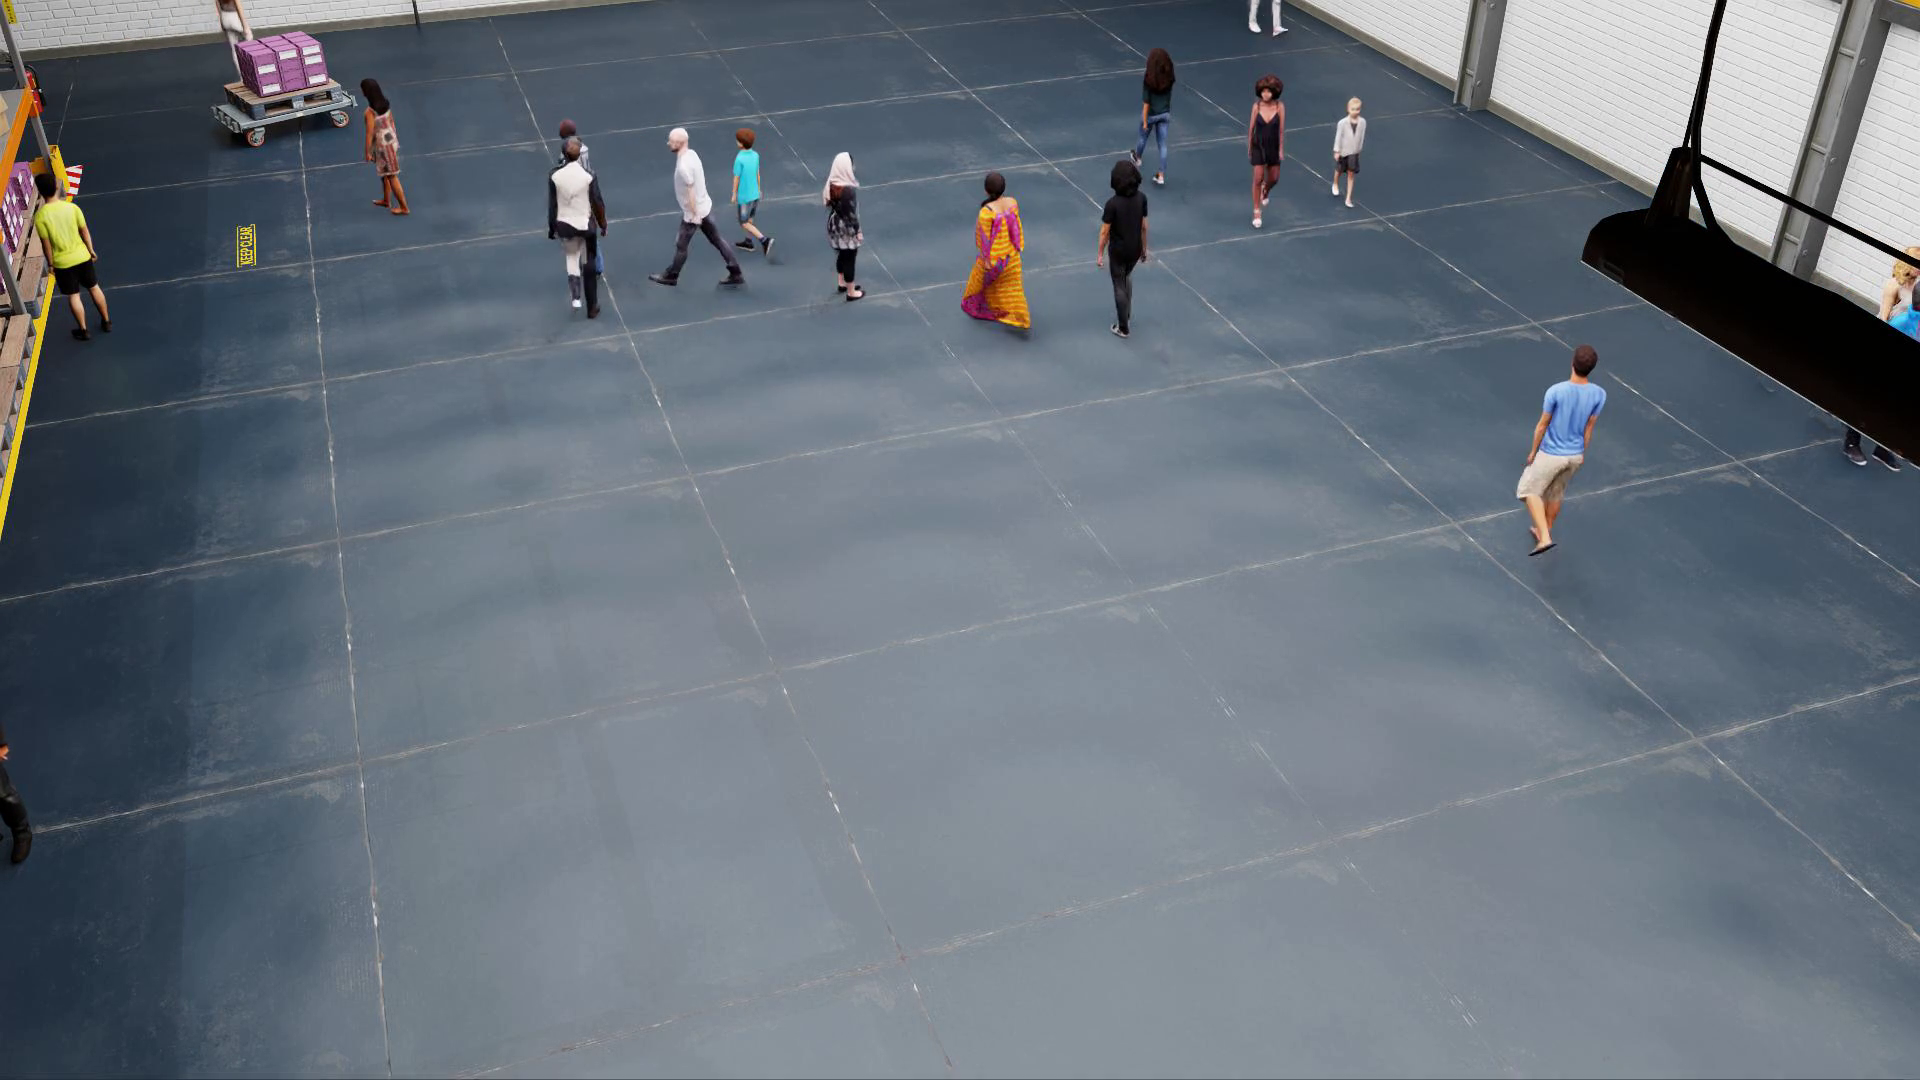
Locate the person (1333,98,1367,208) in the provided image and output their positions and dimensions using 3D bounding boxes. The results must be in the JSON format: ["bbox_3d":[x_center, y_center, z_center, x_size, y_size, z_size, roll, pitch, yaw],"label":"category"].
[{"bbox_3d":[4.618,-4.660,19.853,0.711,1.244,0.953,0,34,1],"label":"person"}]

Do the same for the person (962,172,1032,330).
[{"bbox_3d":[0.427,-2.909,16.853,0.873,1.648,1.271,-23,40,-30],"label":"person"}]

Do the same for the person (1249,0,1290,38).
[{"bbox_3d":[4.613,-8.596,25.288,0.723,1.782,1.162,-13,36,-19],"label":"person"}]

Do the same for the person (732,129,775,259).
[{"bbox_3d":[-2.308,-3.830,18.430,0.910,1.436,0.815,19,38,27],"label":"person"}]

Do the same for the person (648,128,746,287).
[{"bbox_3d":[-2.700,-3.443,17.539,1.122,1.778,1.299,4,34,7],"label":"person"}]

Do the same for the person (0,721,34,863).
[{"bbox_3d":[-6.253,1.265,10.437,0.735,1.800,0.645,-2,34,-3],"label":"person"}]

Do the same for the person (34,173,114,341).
[{"bbox_3d":[-8.945,-2.855,16.718,0.667,1.707,0.698,29,43,36],"label":"person"}]

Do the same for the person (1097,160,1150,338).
[{"bbox_3d":[1.691,-2.876,16.647,0.680,1.822,0.660,-13,36,-19],"label":"person"}]

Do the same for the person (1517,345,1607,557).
[{"bbox_3d":[4.811,-0.649,13.278,0.797,1.842,0.957,-2,34,-3],"label":"person"}]

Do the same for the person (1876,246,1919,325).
[{"bbox_3d":[8.551,-1.940,15.374,0.660,1.672,0.648,-24,41,-32],"label":"person"}]

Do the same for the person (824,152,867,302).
[{"bbox_3d":[-1.231,-3.265,17.408,0.683,1.627,0.546,-16,37,-22],"label":"person"}]

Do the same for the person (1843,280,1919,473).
[{"bbox_3d":[8.106,-1.485,14.591,0.640,1.780,0.742,-7,34,-11],"label":"person"}]

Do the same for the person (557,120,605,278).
[{"bbox_3d":[-4.004,-3.588,17.757,0.863,1.780,0.805,15,37,22],"label":"person"}]

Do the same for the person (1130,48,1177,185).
[{"bbox_3d":[2.433,-5.122,20.253,0.645,1.571,1.123,-10,35,-14],"label":"person"}]

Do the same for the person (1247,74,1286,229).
[{"bbox_3d":[3.507,-4.496,19.126,0.750,1.774,0.870,3,34,4],"label":"person"}]

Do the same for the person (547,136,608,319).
[{"bbox_3d":[-3.933,-3.147,17.010,0.834,1.872,0.775,1,34,1],"label":"person"}]

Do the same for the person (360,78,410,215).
[{"bbox_3d":[-6.630,-4.568,19.362,0.910,1.633,0.860,7,34,10],"label":"person"}]

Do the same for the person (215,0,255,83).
[{"bbox_3d":[-10.186,-7.184,23.225,0.725,1.714,0.775,3,34,4],"label":"person"}]
